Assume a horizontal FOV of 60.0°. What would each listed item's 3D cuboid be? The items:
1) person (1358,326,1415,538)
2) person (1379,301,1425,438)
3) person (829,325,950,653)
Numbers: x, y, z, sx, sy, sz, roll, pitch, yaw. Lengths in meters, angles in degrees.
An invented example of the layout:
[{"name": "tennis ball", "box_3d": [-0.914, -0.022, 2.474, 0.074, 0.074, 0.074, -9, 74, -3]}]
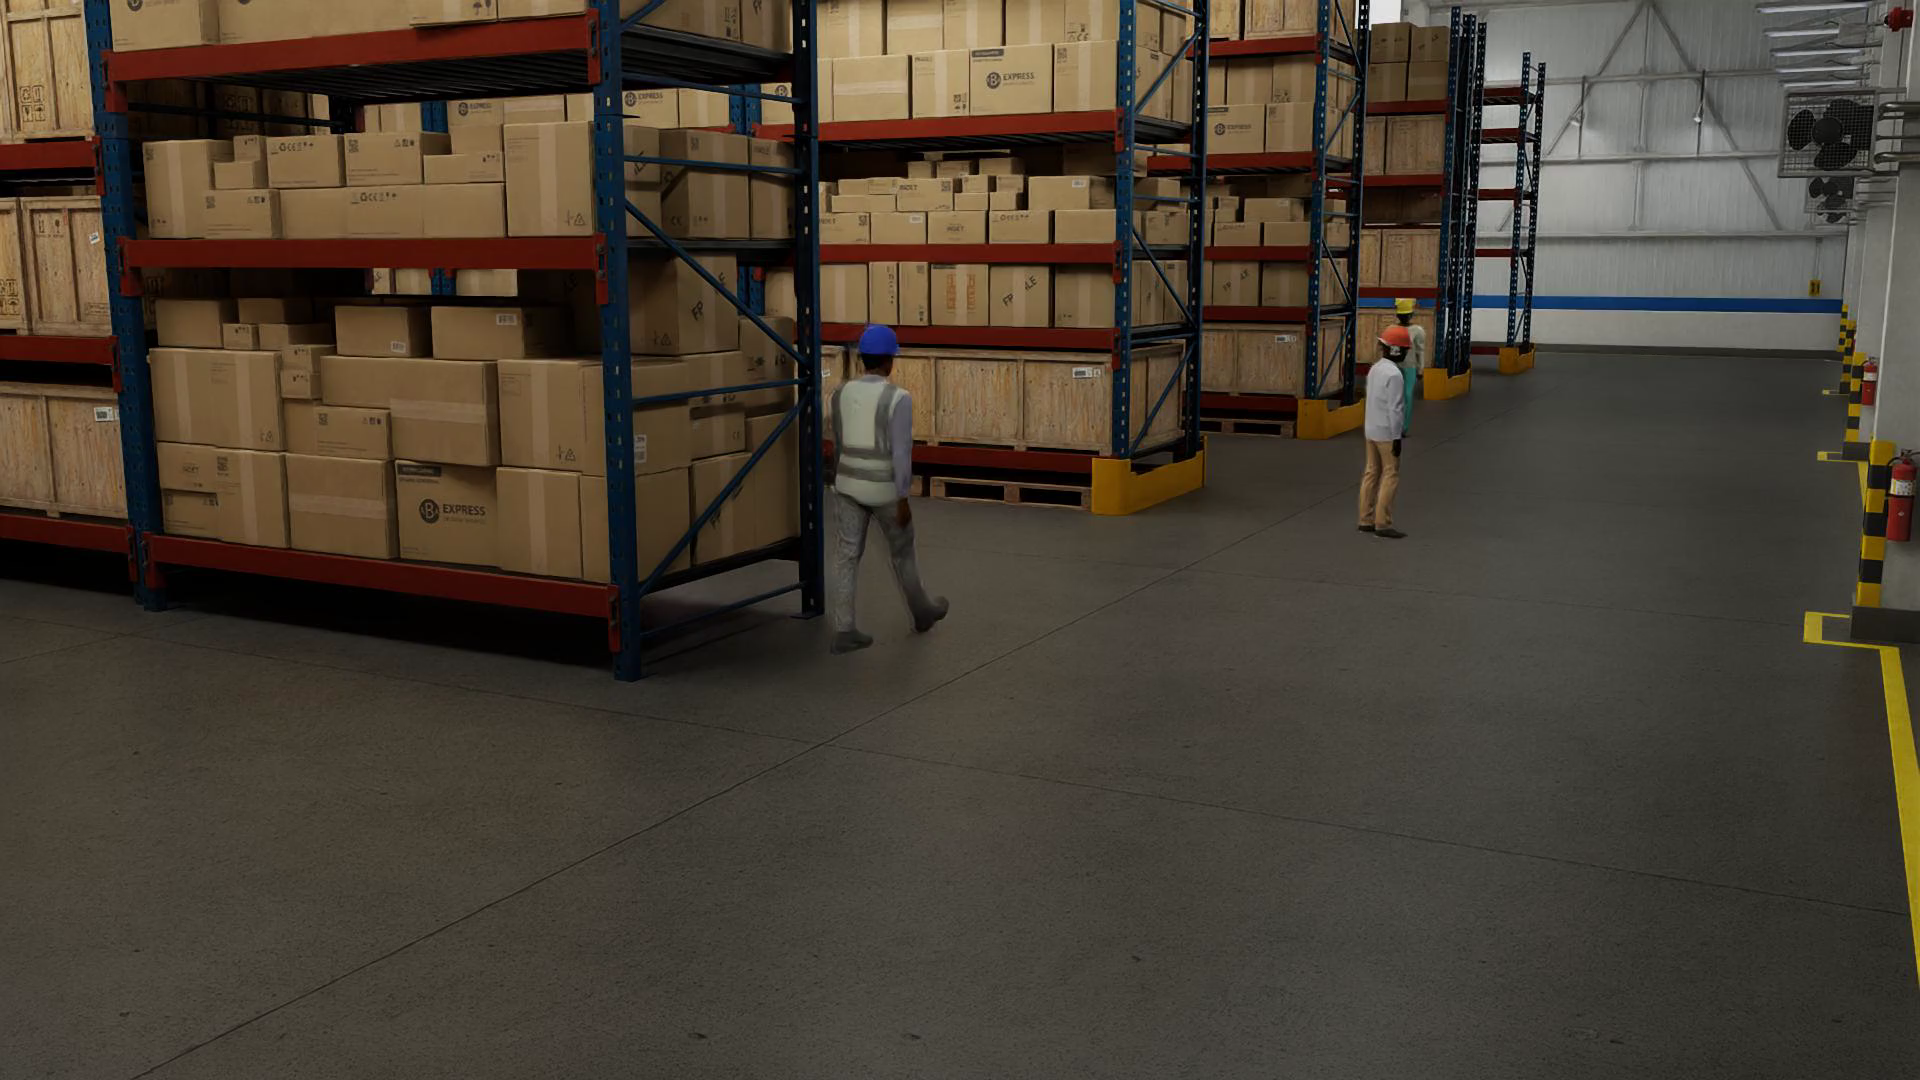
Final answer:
[{"name": "person", "box_3d": [3.530, -0.888, 13.703, 0.368, 1.736, 0.581, -1, 10, -7]}, {"name": "person", "box_3d": [5.584, -2.158, 21.100, 0.530, 1.727, 0.845, 6, 11, 31]}, {"name": "person", "box_3d": [-0.446, -0.322, 9.921, 0.639, 1.900, 0.955, 7, 12, 33]}]
